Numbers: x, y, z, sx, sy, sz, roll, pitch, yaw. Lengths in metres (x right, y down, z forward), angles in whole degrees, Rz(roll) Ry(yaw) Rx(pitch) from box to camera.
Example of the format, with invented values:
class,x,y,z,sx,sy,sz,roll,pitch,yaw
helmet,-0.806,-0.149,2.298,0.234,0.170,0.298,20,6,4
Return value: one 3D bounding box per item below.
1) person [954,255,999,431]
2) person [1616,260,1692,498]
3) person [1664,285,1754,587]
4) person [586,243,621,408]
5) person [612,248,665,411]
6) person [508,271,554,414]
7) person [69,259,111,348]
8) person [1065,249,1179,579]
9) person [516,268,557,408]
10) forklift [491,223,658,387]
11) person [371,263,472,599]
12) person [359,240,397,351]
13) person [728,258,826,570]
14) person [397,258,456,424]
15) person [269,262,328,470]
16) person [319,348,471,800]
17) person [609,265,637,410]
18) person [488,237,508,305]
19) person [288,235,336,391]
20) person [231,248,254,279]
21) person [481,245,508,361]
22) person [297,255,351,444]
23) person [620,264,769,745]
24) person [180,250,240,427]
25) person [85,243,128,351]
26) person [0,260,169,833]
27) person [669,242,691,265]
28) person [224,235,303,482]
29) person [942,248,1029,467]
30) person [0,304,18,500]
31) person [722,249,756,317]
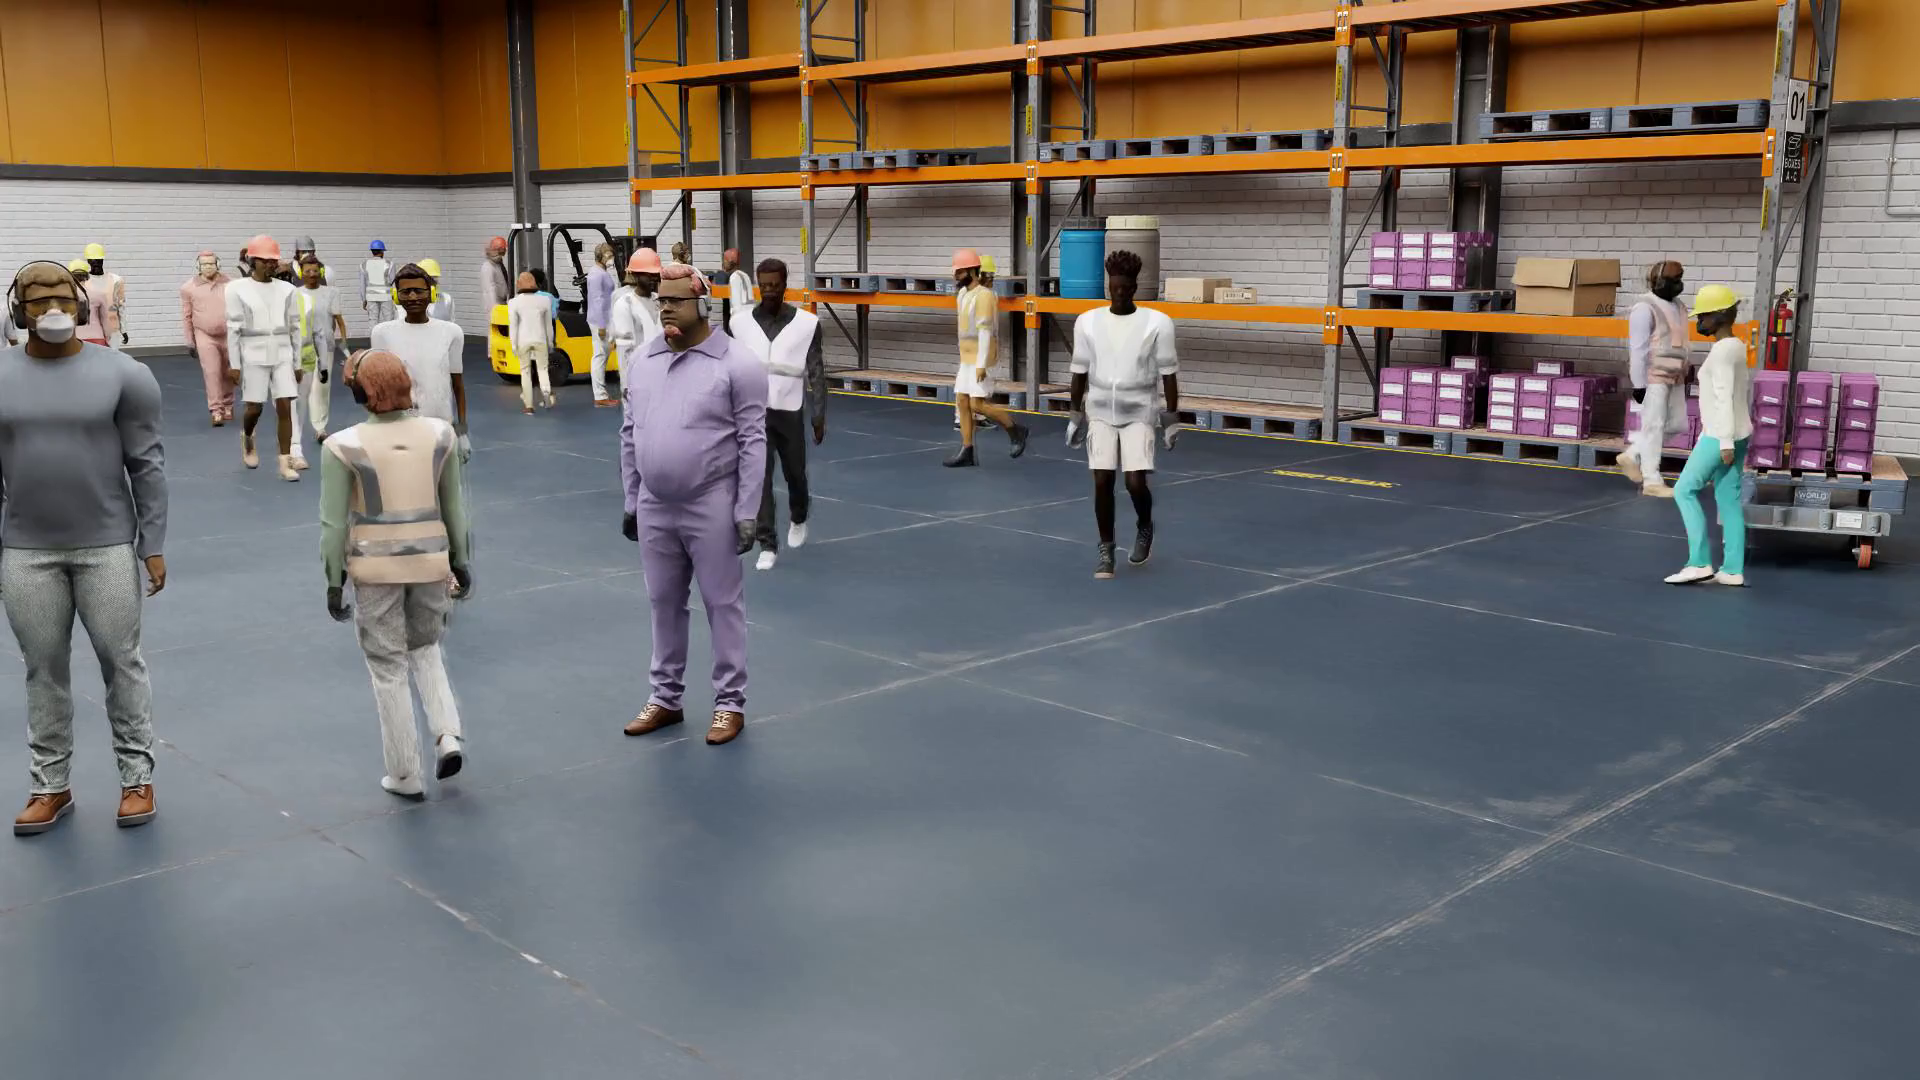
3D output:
class,x,y,z,sx,sy,sz,roll,pitch,yaw
person,0.203,-2.031,17.251,0.417,1.821,0.606,8,13,37
person,5.410,-1.251,12.935,0.644,1.832,0.509,-8,13,-39
person,4.341,-0.591,9.601,0.540,1.743,0.529,8,13,37
person,-4.217,-2.532,19.647,0.371,1.935,0.627,-1,10,-6
person,-2.374,-1.245,12.641,0.417,1.921,0.577,7,12,33
person,-4.810,-2.208,18.725,0.506,1.615,0.499,-4,11,-23
person,-9.527,-2.166,18.109,0.533,1.767,0.325,-10,14,-43
person,0.957,-0.735,9.810,0.654,1.942,0.497,4,11,20
person,-5.027,-2.382,19.642,0.887,1.628,0.552,10,15,44
forklift,-5.316,-3.263,22.920,2.313,2.155,1.214,-10,14,-44
person,-2.977,-0.588,9.217,0.514,1.872,0.328,-4,11,-21
person,-9.629,-3.996,27.598,0.605,1.944,0.403,-1,10,-6
person,-1.129,-0.808,10.371,0.597,1.894,0.863,0,10,2
person,-5.337,-1.919,16.662,0.587,1.802,0.860,-6,12,-31
person,-5.921,-1.552,14.677,0.635,1.801,0.940,-8,13,-36
person,-2.021,0.127,5.963,0.548,1.621,0.367,-10,14,-42
person,-3.734,-2.310,19.044,0.501,1.704,0.784,0,10,1
person,-7.599,-4.001,27.484,0.376,1.997,0.612,-2,11,-9
person,-8.141,-2.797,20.798,0.680,2.000,0.570,-5,11,-24
person,-11.955,-4.001,27.997,0.529,1.814,0.863,-4,11,-21
person,-7.517,-3.824,26.915,0.412,1.870,0.790,-2,11,-9
person,-6.234,-1.845,16.222,0.538,1.810,0.961,-6,12,-29
person,-1.090,-0.136,6.651,0.636,1.911,0.405,4,11,21
person,-8.013,-2.185,17.933,0.640,1.868,0.957,-6,12,-29
person,-9.958,-2.463,19.283,0.586,1.928,0.364,-9,14,-41
person,-3.029,0.029,5.660,0.635,1.940,0.366,-2,11,-13
person,-3.623,-2.872,21.482,0.356,1.938,0.633,-7,12,-33
person,-5.766,-1.506,13.792,0.626,2.025,0.776,-9,14,-40
person,0.202,-1.583,14.537,0.688,1.910,0.563,-4,11,-21
person,-7.505,-1.223,12.845,0.524,1.822,0.990,-5,11,-24
person,-2.842,-2.769,21.221,0.787,1.840,0.613,2,11,10
